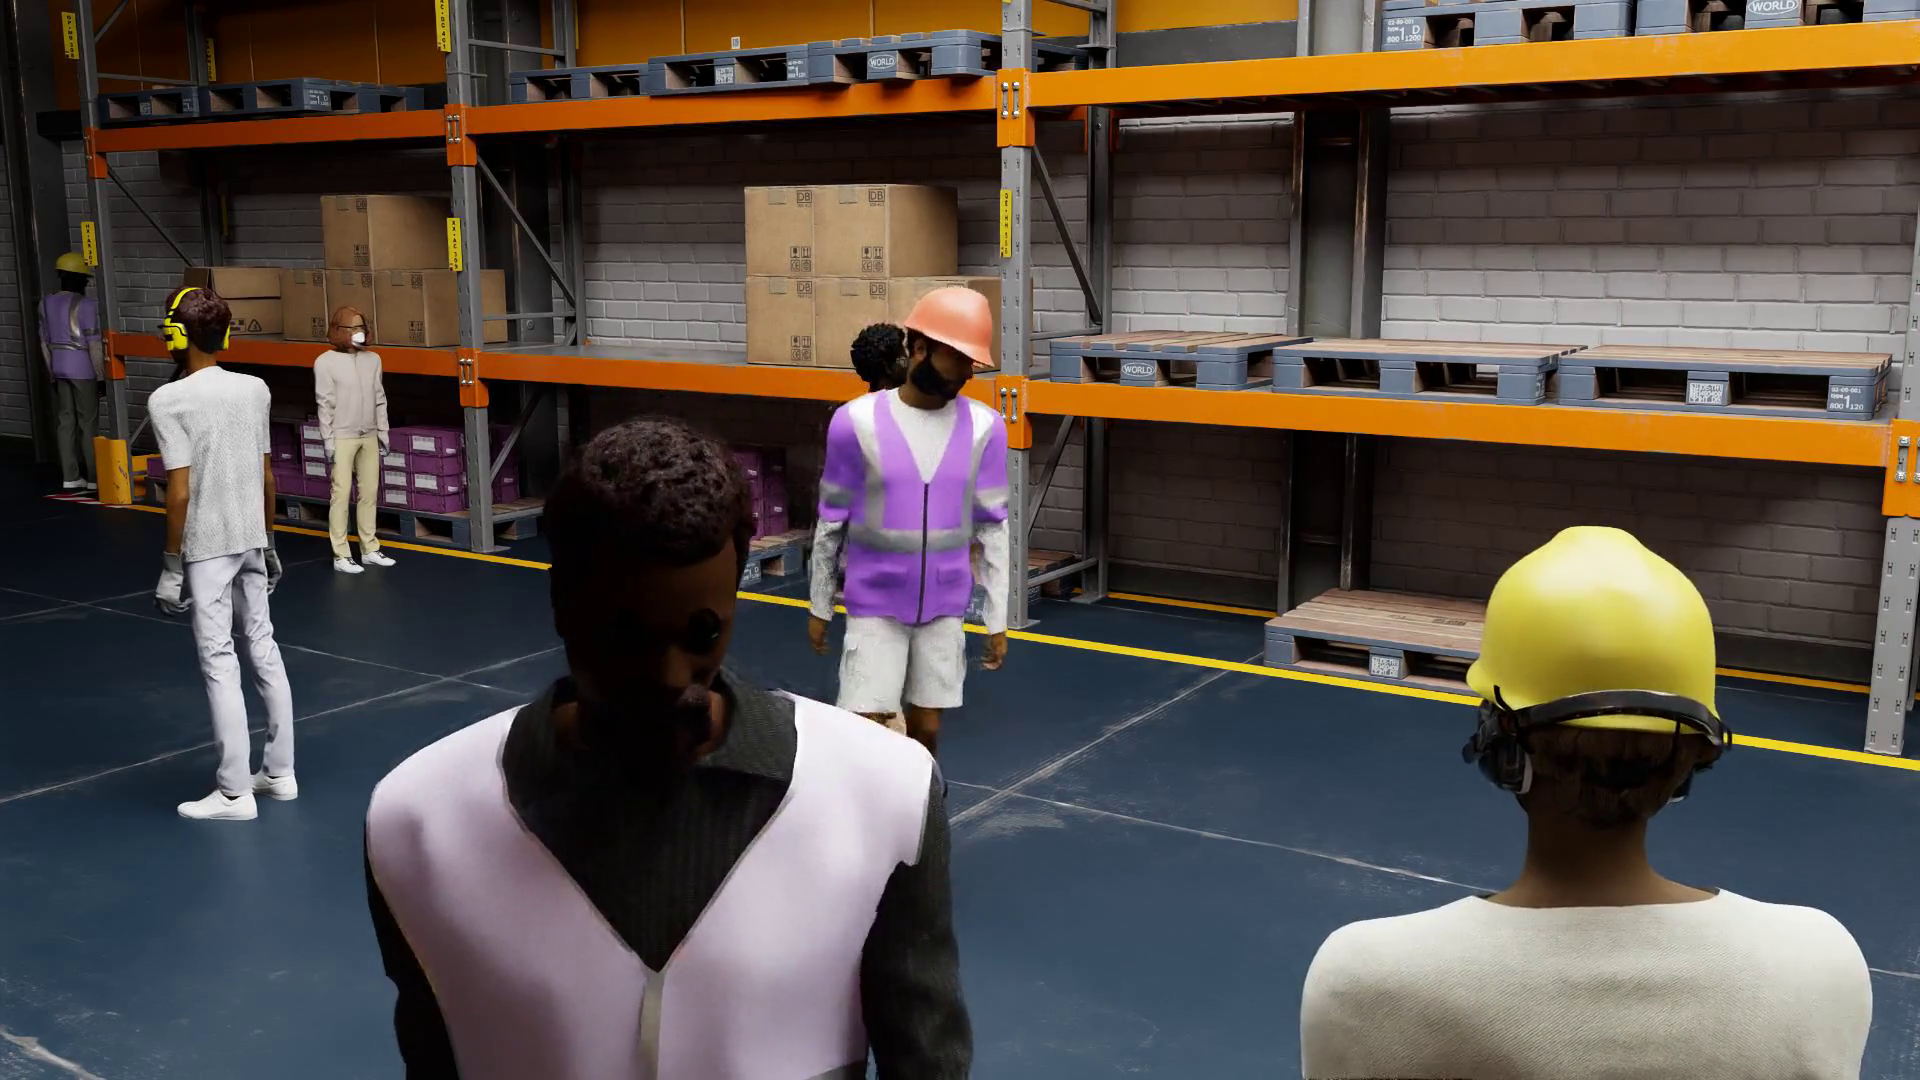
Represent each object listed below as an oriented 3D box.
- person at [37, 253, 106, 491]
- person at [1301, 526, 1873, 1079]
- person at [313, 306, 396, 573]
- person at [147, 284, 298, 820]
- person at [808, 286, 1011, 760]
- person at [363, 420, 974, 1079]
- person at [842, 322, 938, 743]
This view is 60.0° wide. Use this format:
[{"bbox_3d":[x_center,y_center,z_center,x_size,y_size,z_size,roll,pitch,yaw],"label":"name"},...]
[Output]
[{"bbox_3d":[-7.133,-1.351,13.453,0.584,1.919,0.382,4,11,21],"label":"person"},{"bbox_3d":[0.561,0.865,1.595,0.526,1.769,0.328,-1,10,-3],"label":"person"},{"bbox_3d":[-3.705,-0.613,10.182,0.281,1.625,0.497,6,12,30],"label":"person"},{"bbox_3d":[-2.594,0.053,5.808,0.332,1.872,0.514,4,11,21],"label":"person"},{"bbox_3d":[-0.133,0.192,4.975,0.569,1.890,0.525,-3,11,-17],"label":"person"},{"bbox_3d":[-0.300,0.775,1.828,0.599,1.873,0.959,-2,10,-9],"label":"person"},{"bbox_3d":[-0.301,-0.015,6.661,0.318,1.700,0.535,-5,11,-26],"label":"person"}]
